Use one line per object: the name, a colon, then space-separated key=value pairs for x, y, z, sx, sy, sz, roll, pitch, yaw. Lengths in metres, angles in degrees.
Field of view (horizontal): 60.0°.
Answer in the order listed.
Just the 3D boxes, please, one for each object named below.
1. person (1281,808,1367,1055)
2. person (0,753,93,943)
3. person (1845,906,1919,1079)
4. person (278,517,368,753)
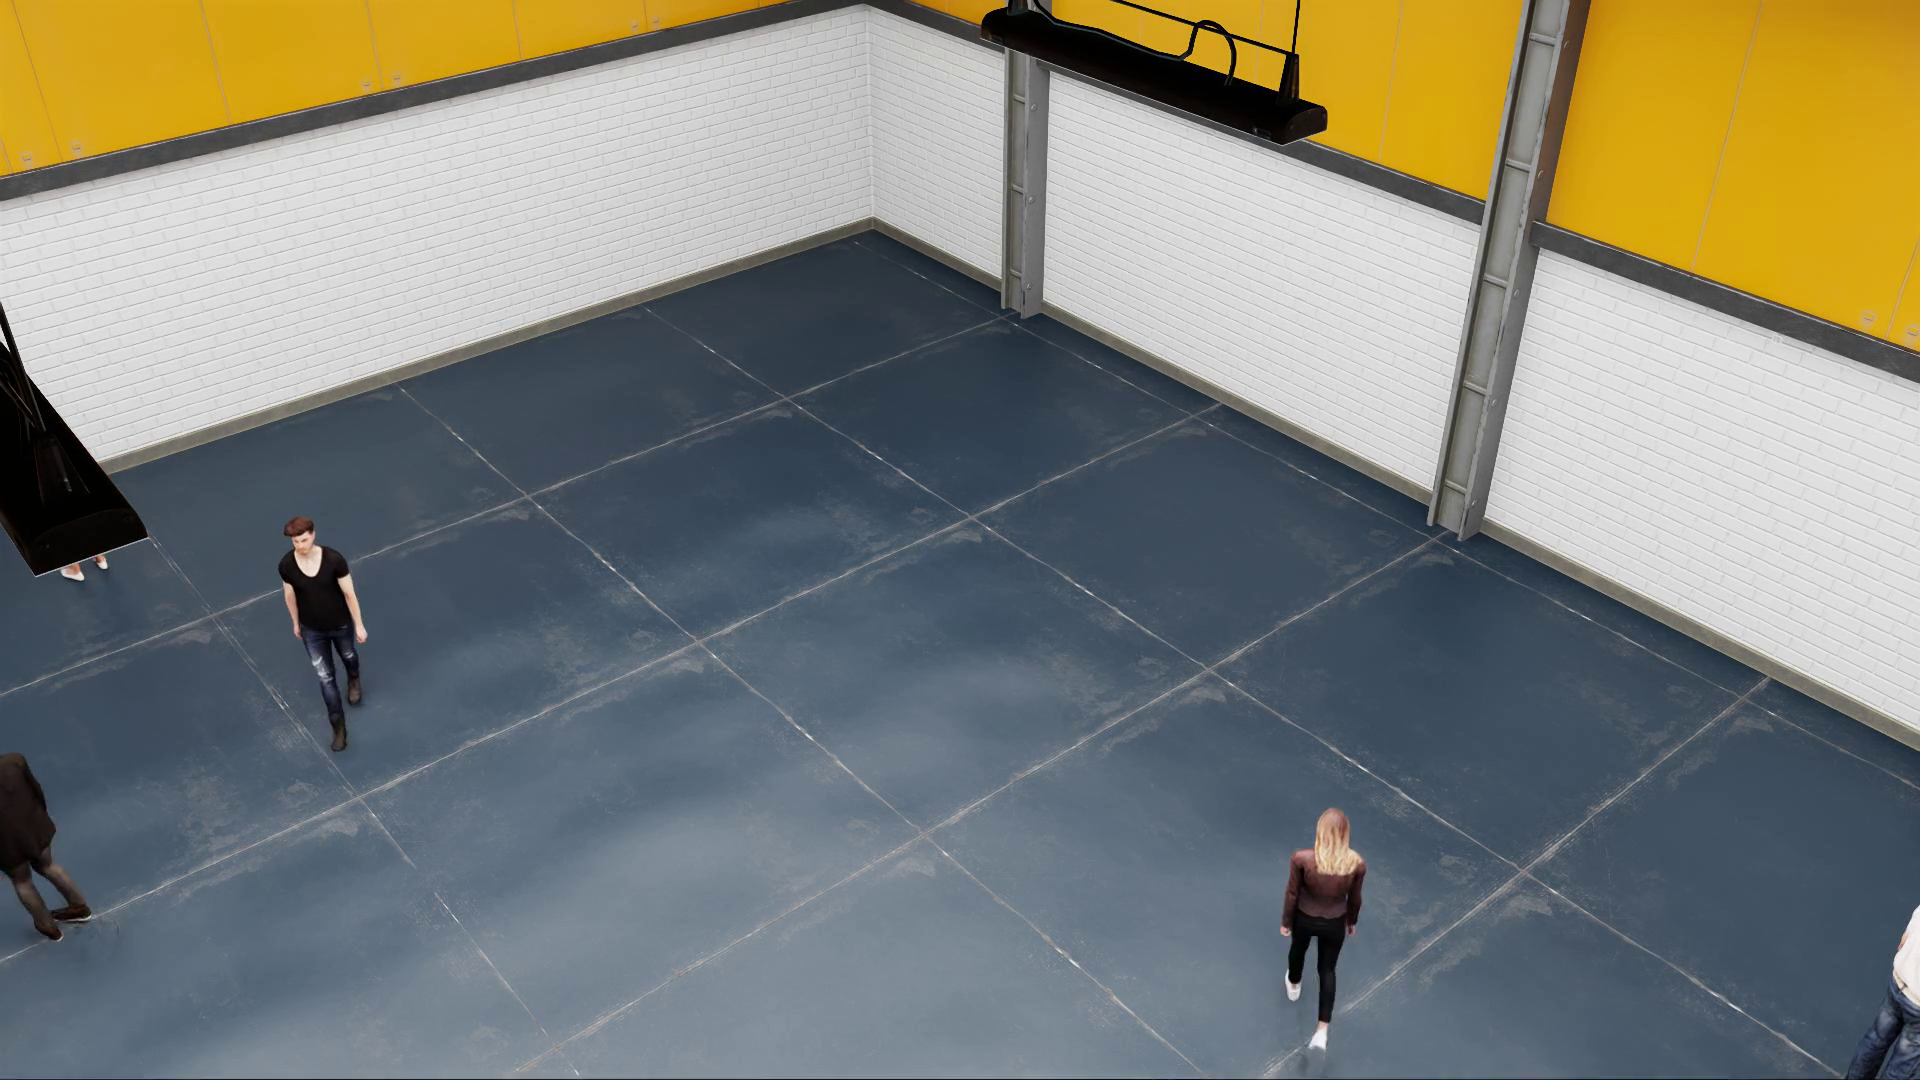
person: x=2.188 y=2.380 z=10.103 sx=1.052 sy=1.680 sz=1.097 roll=4 pitch=34 yaw=5
person: x=-5.985 y=1.954 z=10.656 sx=0.817 sy=1.776 sz=0.810 roll=19 pitch=38 yaw=26
person: x=5.481 y=2.647 z=9.542 sx=0.809 sy=1.855 sz=0.701 roll=-4 pitch=34 yaw=-6
person: x=-4.797 y=0.584 z=12.648 sx=1.044 sy=1.853 sz=1.305 roll=-8 pitch=34 yaw=-12
